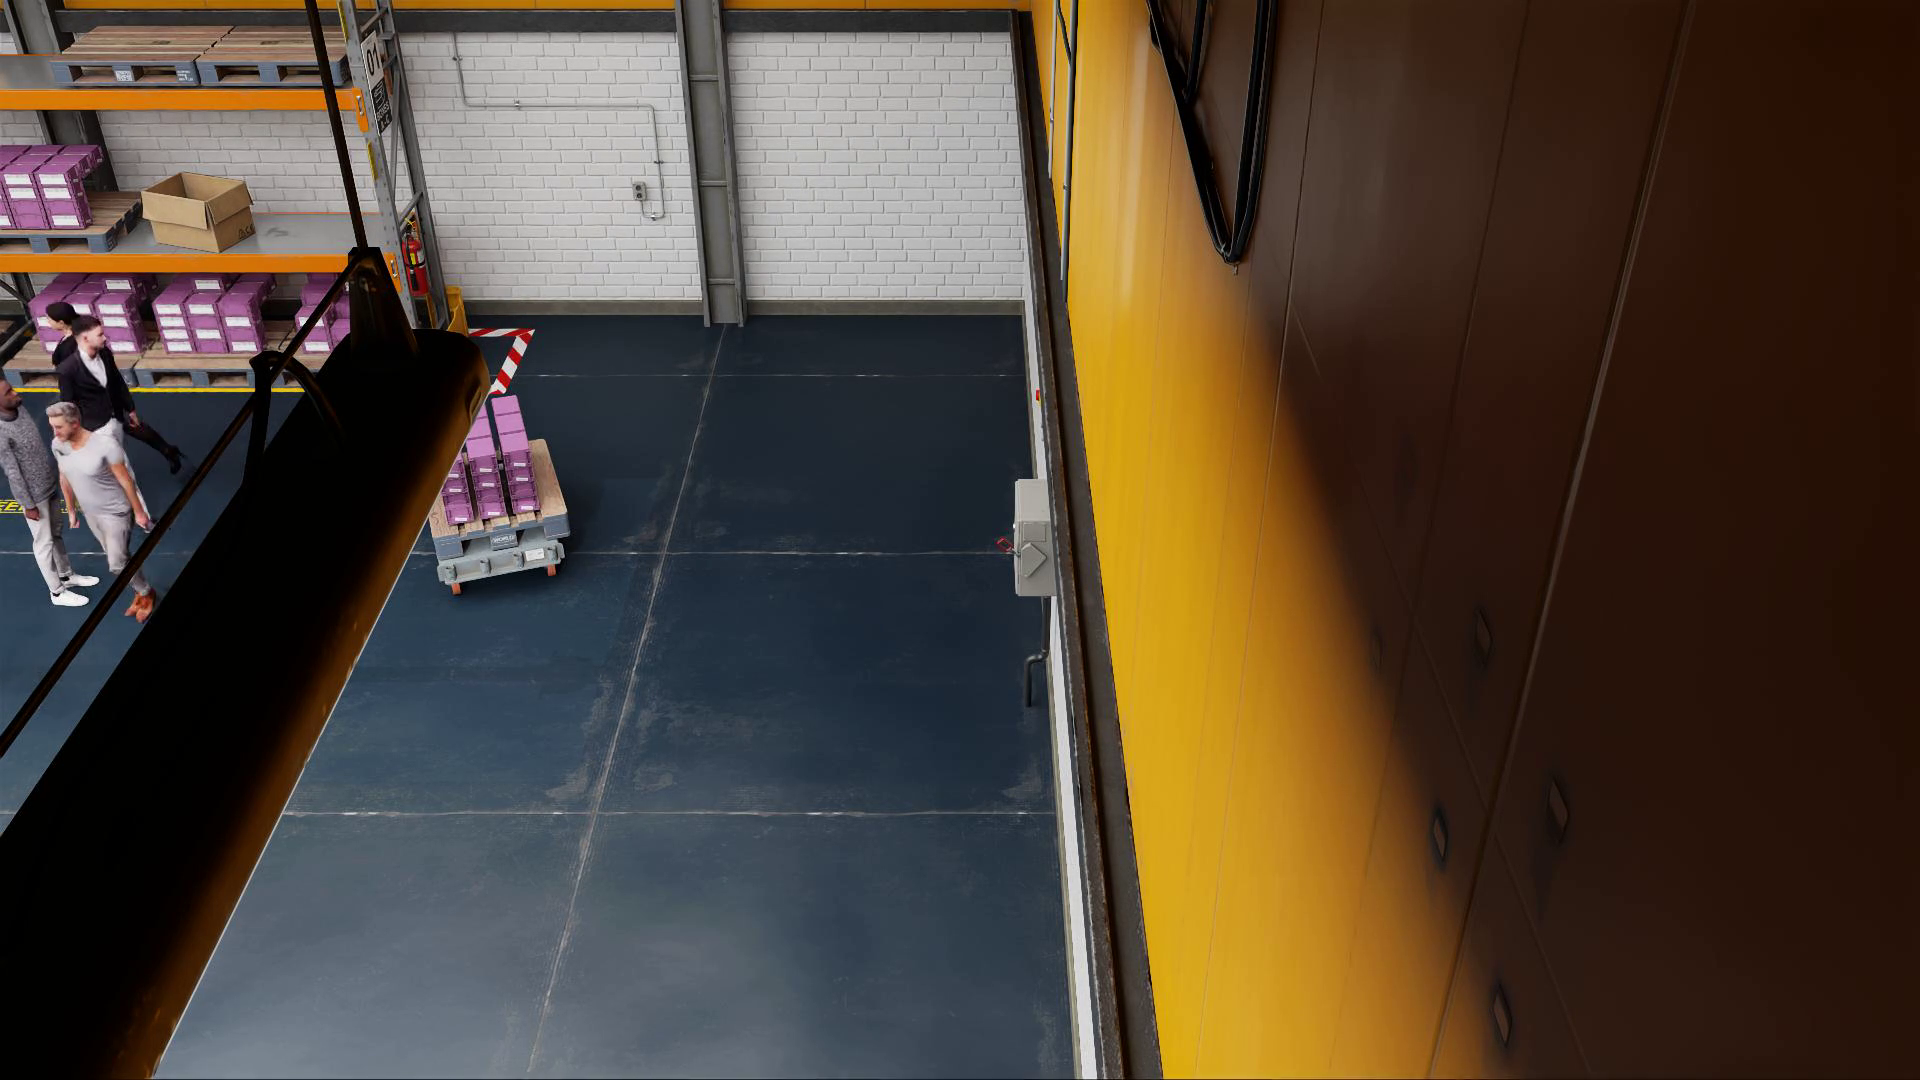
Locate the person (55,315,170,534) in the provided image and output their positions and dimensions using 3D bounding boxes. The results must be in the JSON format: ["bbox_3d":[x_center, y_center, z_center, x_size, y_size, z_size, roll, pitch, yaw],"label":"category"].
[{"bbox_3d":[-6.835,-0.924,13.149,1.117,1.799,0.945,14,36,21],"label":"person"}]

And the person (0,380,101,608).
[{"bbox_3d":[-6.833,-0.364,12.272,0.578,1.837,0.701,-3,34,-5],"label":"person"}]

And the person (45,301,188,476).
[{"bbox_3d":[-6.944,-1.169,13.589,1.072,1.720,0.653,2,34,3],"label":"person"}]

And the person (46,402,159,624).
[{"bbox_3d":[-6.173,-0.263,12.149,0.681,1.805,0.833,8,34,11],"label":"person"}]
